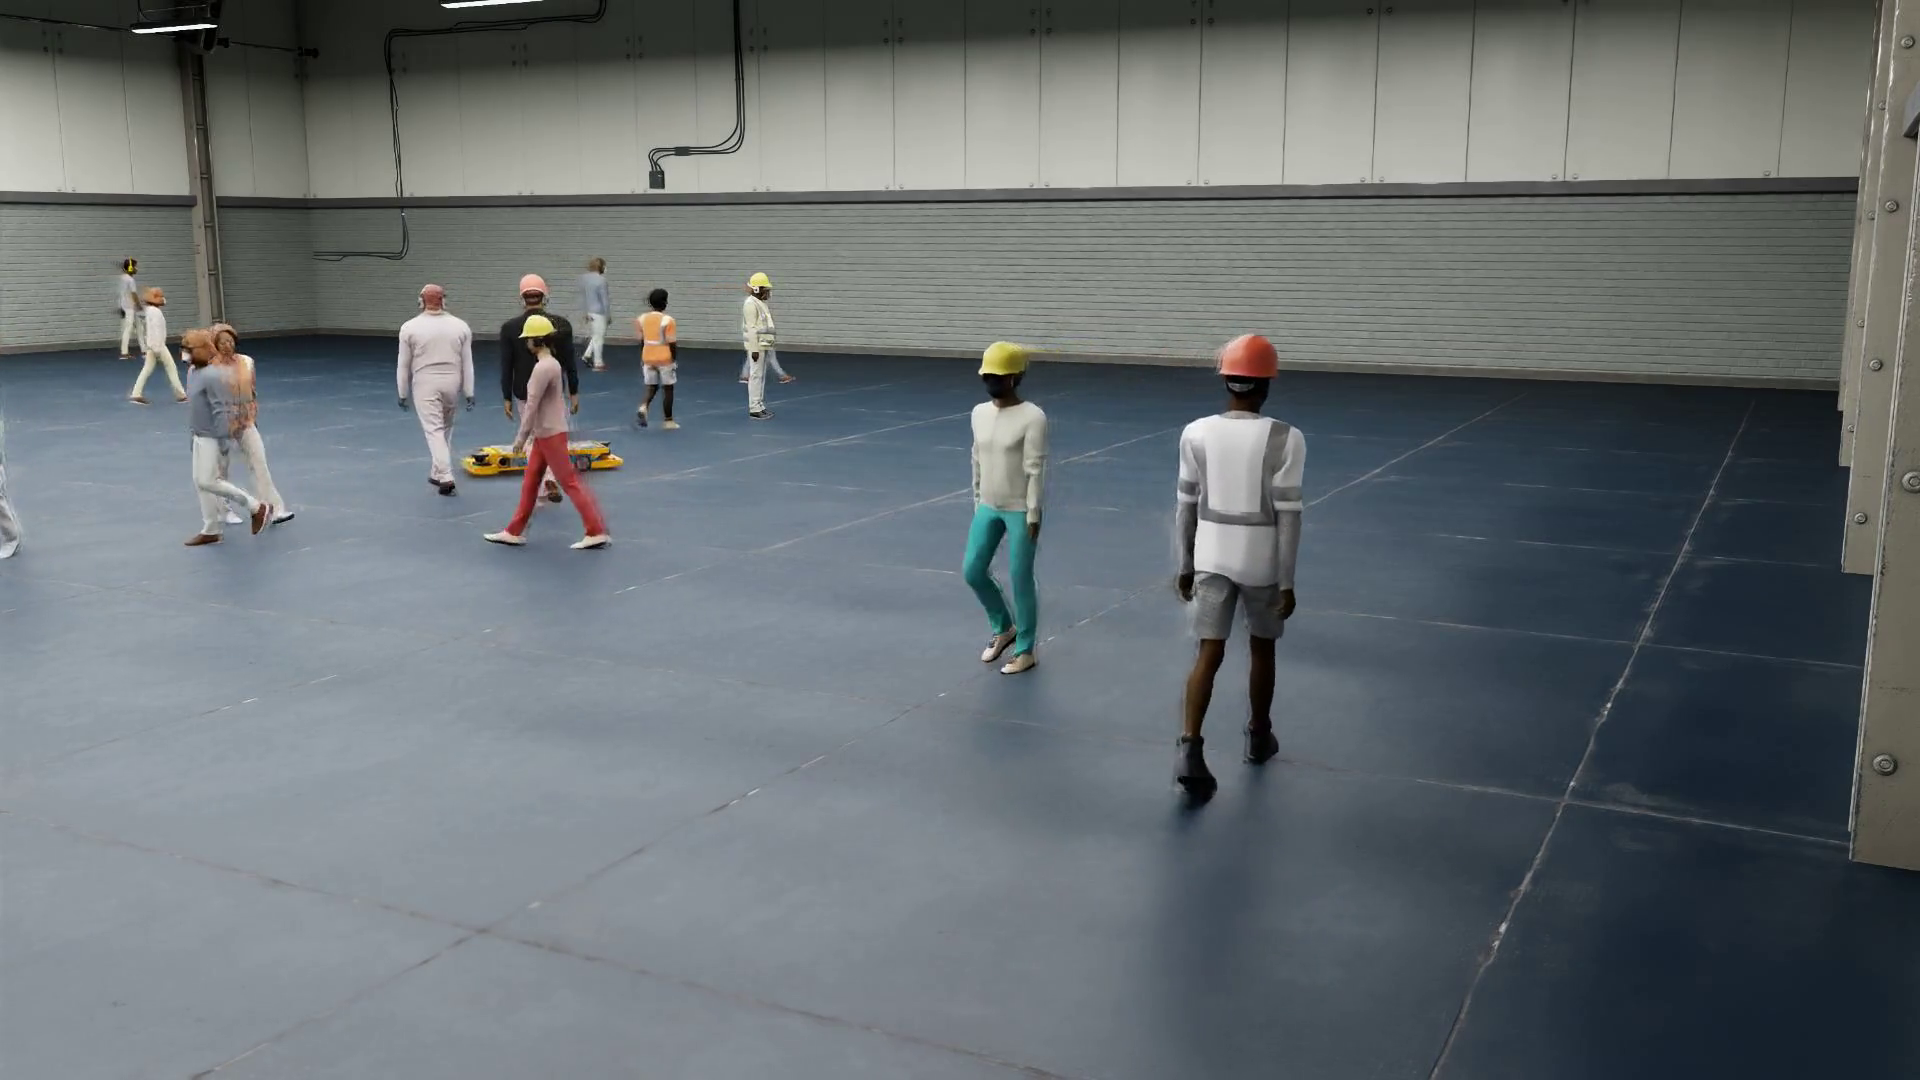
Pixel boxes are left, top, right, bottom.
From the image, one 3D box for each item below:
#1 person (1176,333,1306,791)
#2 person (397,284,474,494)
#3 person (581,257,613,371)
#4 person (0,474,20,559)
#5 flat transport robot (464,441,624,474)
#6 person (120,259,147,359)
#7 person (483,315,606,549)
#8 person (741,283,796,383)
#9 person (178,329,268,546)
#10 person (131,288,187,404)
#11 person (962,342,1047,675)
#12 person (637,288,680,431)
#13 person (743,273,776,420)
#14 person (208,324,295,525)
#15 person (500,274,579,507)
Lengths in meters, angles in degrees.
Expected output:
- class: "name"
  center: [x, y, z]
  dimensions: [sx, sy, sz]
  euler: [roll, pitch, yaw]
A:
- class: "person"
  center: [1.142, 0.091, 6.945]
  dimensions: [0.555, 1.903, 0.962]
  euler: [5, 12, 25]
- class: "person"
  center: [-4.712, -1.360, 14.960]
  dimensions: [0.654, 1.866, 0.969]
  euler: [-7, 13, -35]
- class: "person"
  center: [-6.118, -3.821, 28.191]
  dimensions: [0.428, 1.926, 0.628]
  euler: [-9, 13, -39]
- class: "person"
  center: [-6.881, -0.604, 11.563]
  dimensions: [0.524, 1.604, 0.839]
  euler: [0, 10, 0]
- class: "flat transport robot"
  center: [-4.093, -0.819, 16.339]
  dimensions: [1.431, 0.197, 0.652]
  euler: [-5, 11, -24]
- class: "person"
  center: [-15.380, -4.312, 31.095]
  dimensions: [0.822, 1.837, 0.571]
  euler: [-9, 14, -41]
- class: "person"
  center: [-3.039, -0.775, 12.153]
  dimensions: [0.913, 1.720, 0.525]
  euler: [-1, 10, -7]
- class: "person"
  center: [-3.010, -3.219, 25.821]
  dimensions: [0.871, 1.578, 0.524]
  euler: [0, 10, -3]
- class: "person"
  center: [-5.519, -0.759, 12.349]
  dimensions: [0.502, 1.619, 0.503]
  euler: [-8, 13, -39]
- class: "person"
  center: [-10.944, -2.643, 22.686]
  dimensions: [0.850, 1.587, 0.514]
  euler: [-8, 13, -37]
- class: "person"
  center: [0.240, -0.158, 8.706]
  dimensions: [0.530, 1.754, 0.388]
  euler: [8, 13, 38]
- class: "person"
  center: [-3.549, -2.105, 19.495]
  dimensions: [0.550, 1.682, 0.499]
  euler: [5, 11, 24]
- class: "person"
  center: [-2.512, -2.430, 20.870]
  dimensions: [0.404, 1.828, 0.602]
  euler: [1, 10, 5]
- class: "person"
  center: [-5.638, -0.885, 13.048]
  dimensions: [0.815, 1.595, 0.520]
  euler: [6, 12, 32]
- class: "person"
  center: [-3.542, -1.248, 14.015]
  dimensions: [0.639, 1.970, 0.536]
  euler: [-2, 11, -9]
